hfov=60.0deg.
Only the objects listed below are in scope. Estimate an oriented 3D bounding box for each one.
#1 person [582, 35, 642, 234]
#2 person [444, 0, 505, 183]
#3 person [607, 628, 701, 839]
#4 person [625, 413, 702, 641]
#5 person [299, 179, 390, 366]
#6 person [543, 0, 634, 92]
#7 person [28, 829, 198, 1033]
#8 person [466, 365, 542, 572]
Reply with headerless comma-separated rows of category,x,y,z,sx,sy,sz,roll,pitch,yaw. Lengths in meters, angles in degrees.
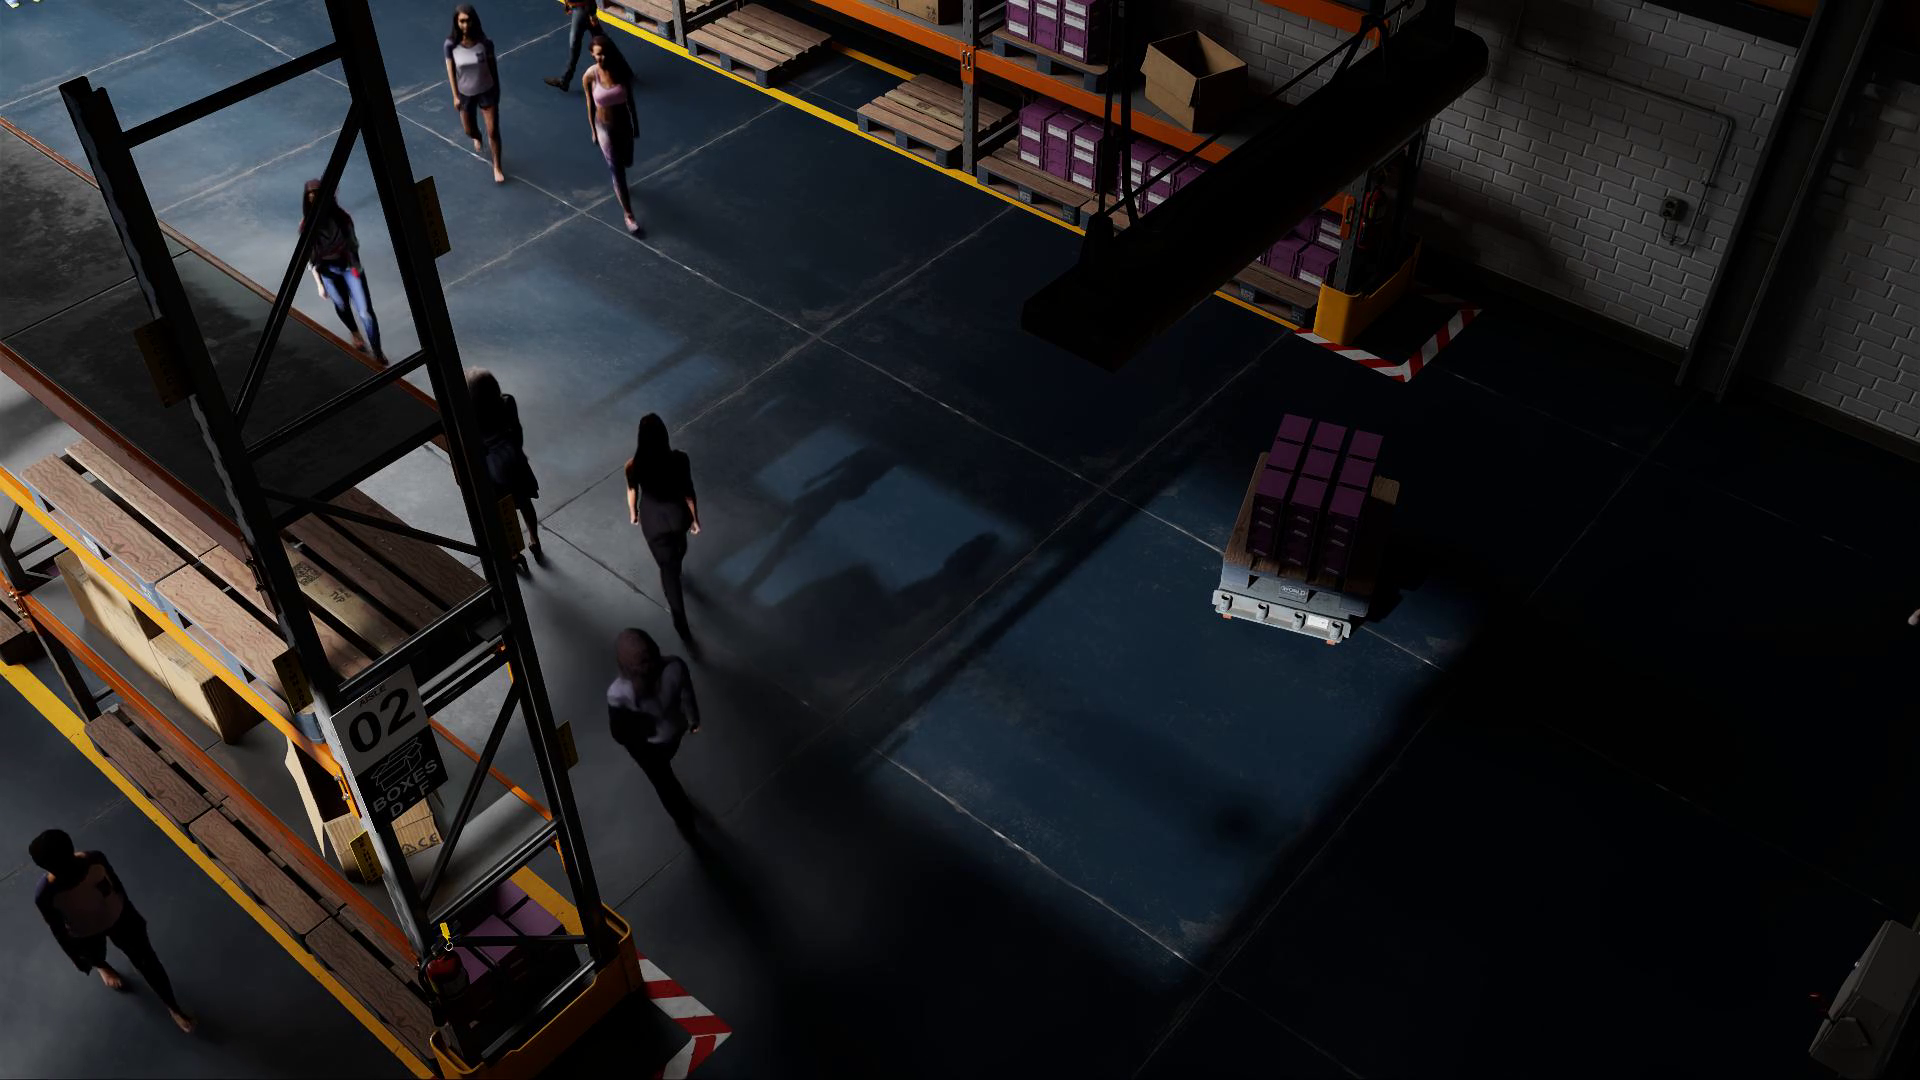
person,-3.100,-3.684,14.838,0.893,1.741,1.204,-19,47,-19
person,-4.482,-4.181,15.395,0.856,1.693,0.972,-14,45,-14
person,-1.769,1.167,9.873,0.784,1.566,1.064,-29,51,-27
person,-1.956,-0.067,11.114,1.007,1.641,1.234,-13,45,-13
person,-5.034,-2.208,13.399,0.790,1.589,0.952,-19,47,-19
person,-3.653,-5.272,16.530,1.123,1.708,1.199,-17,46,-17
person,-4.698,2.042,8.985,1.009,1.525,0.557,30,51,28
person,-3.167,-0.496,11.488,0.579,1.746,0.617,34,53,31
